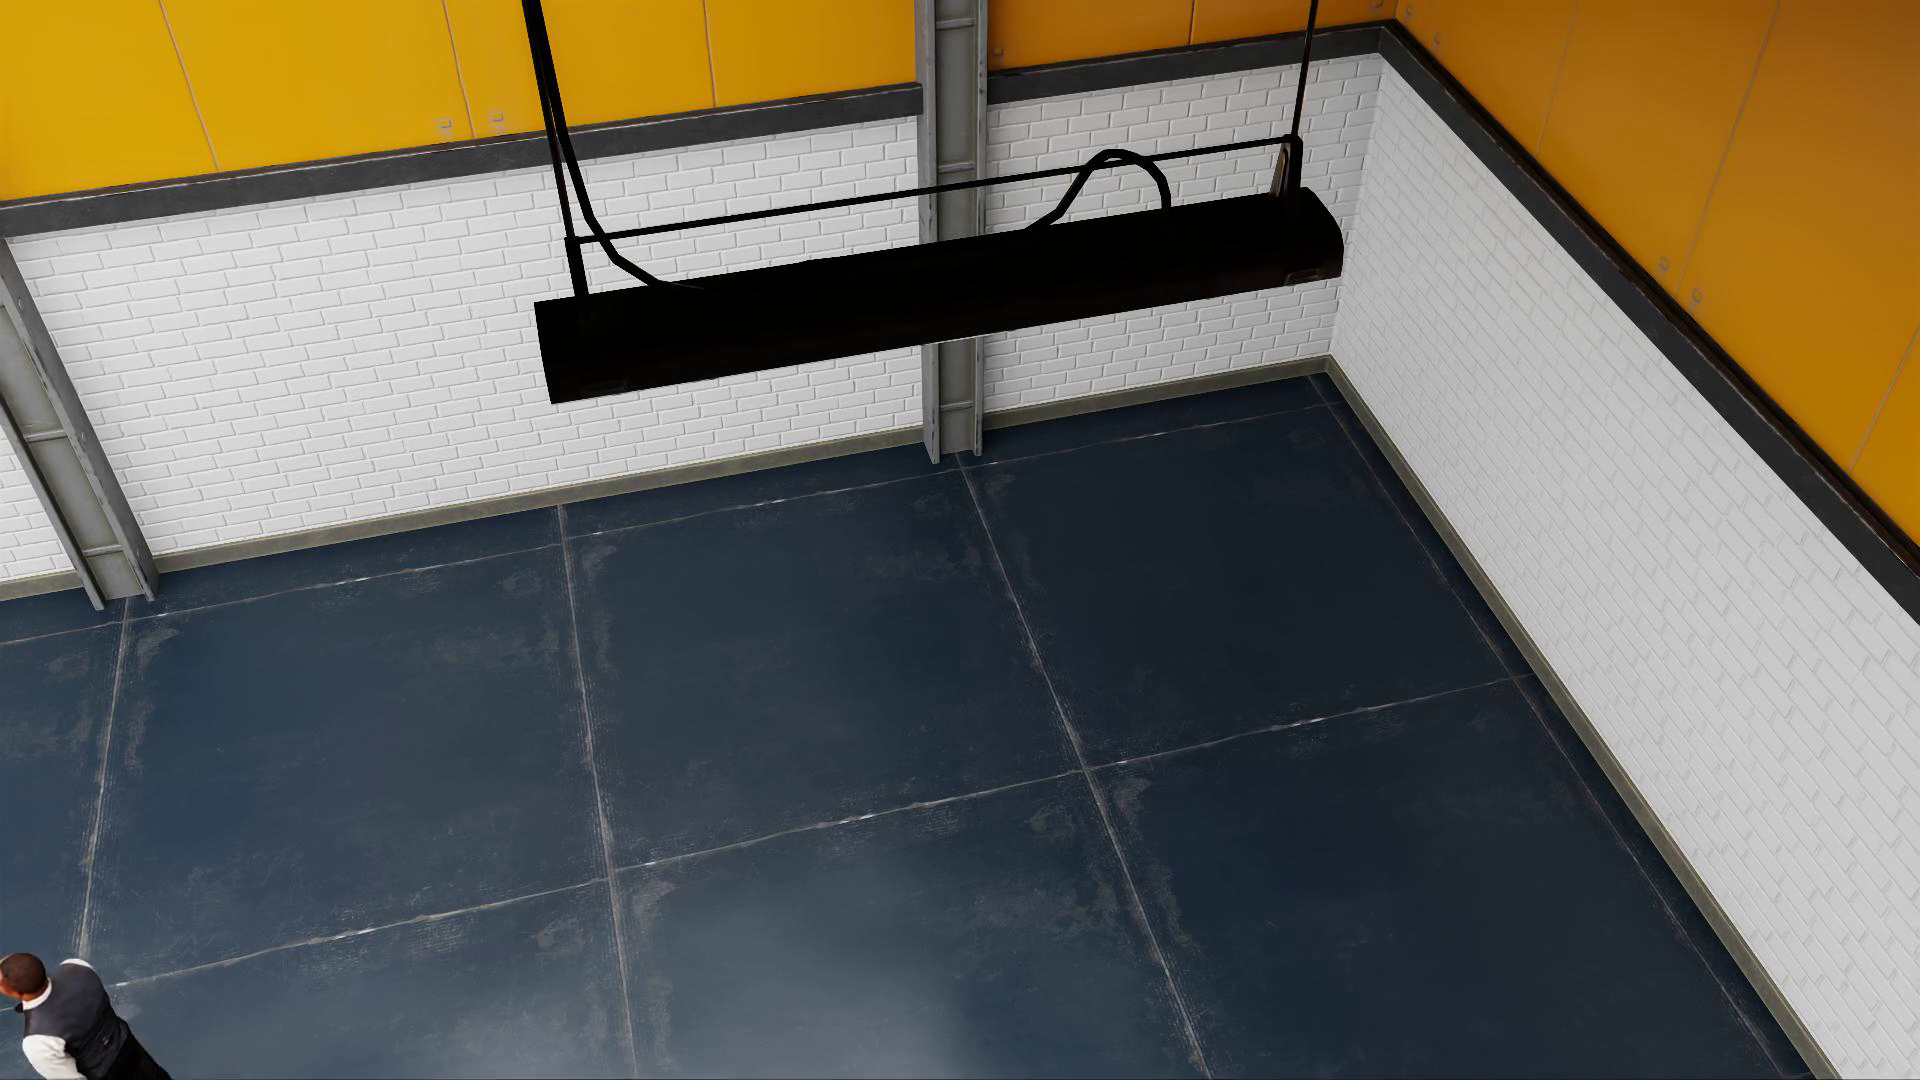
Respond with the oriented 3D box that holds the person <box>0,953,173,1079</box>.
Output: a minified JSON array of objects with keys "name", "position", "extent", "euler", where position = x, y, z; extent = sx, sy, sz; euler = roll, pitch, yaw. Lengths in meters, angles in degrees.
[{"name":"person","position":[-4.052,2.543,8.029],"extent":[1.374,1.881,1.072],"euler":[7,44,8]}]
